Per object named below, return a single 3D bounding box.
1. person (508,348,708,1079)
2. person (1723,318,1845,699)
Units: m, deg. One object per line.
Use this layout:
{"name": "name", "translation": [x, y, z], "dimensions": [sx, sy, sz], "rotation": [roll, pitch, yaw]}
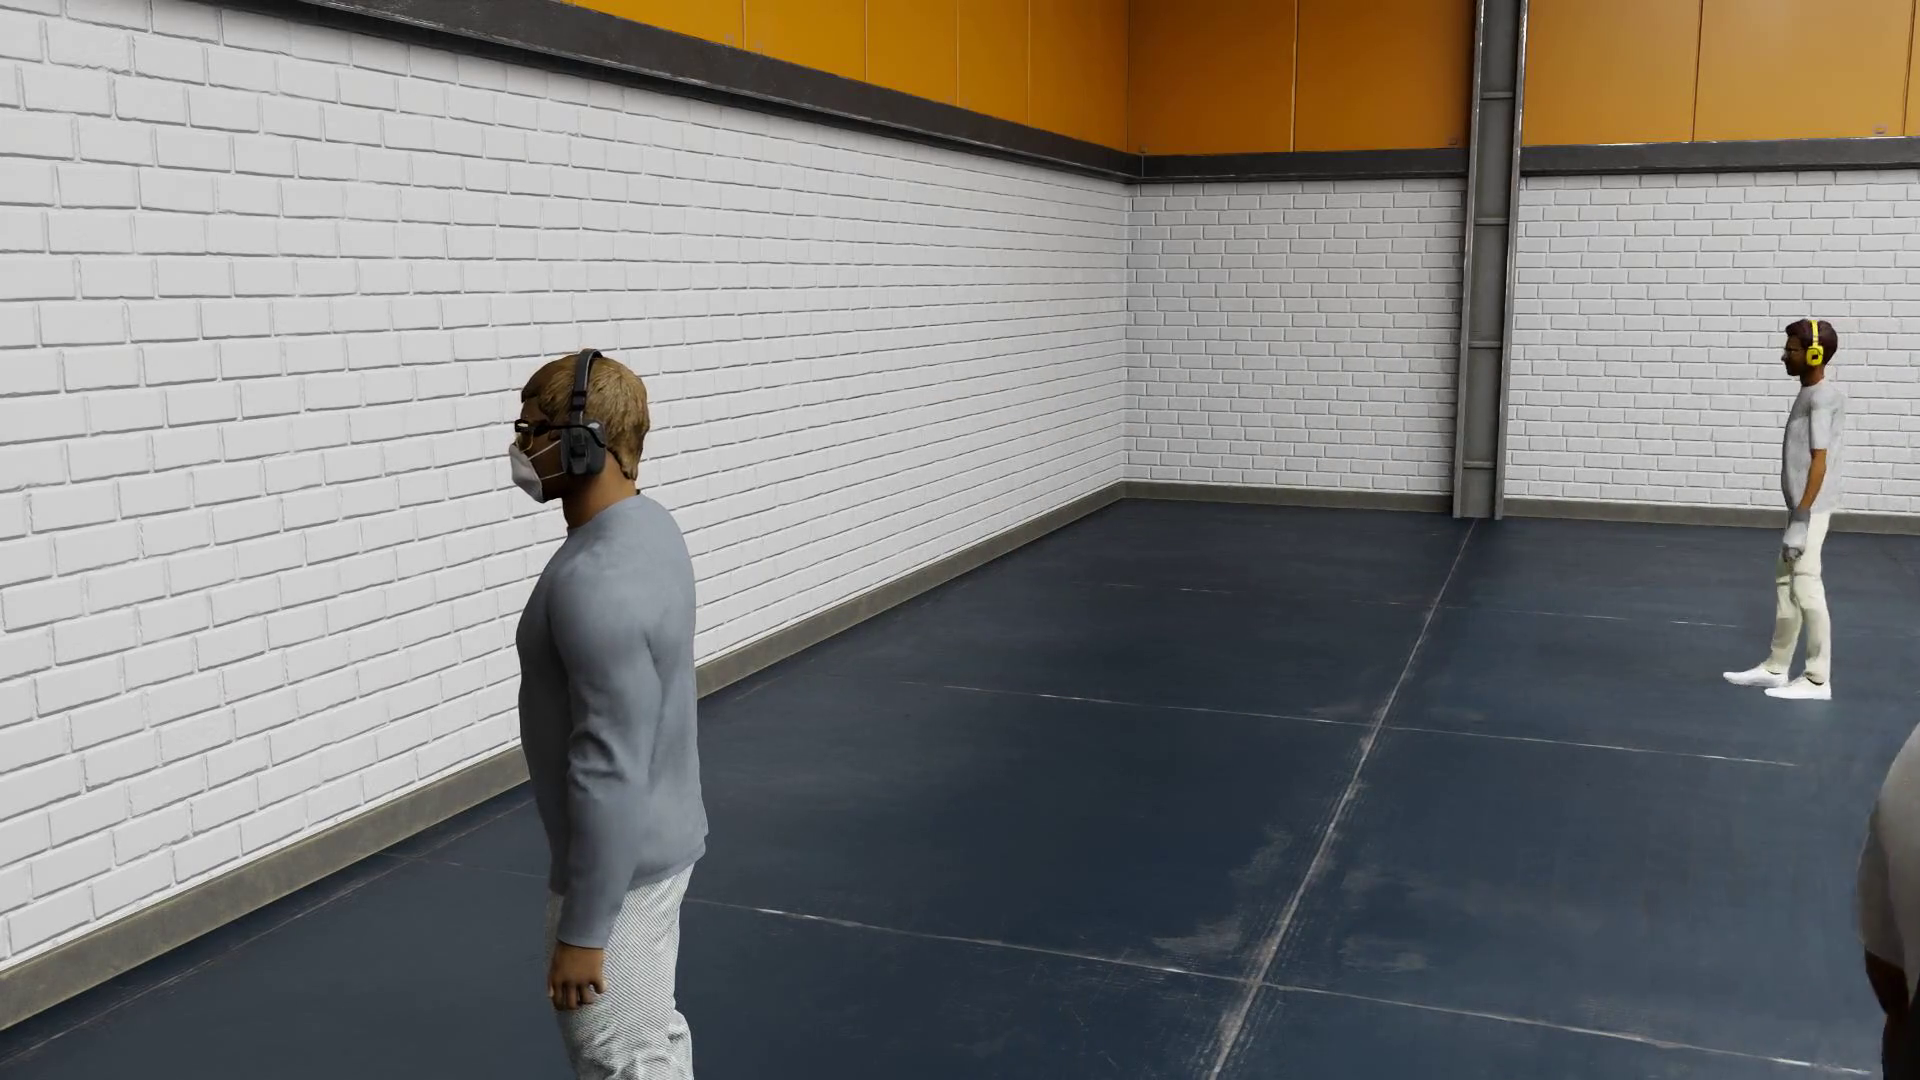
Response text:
{"name": "person", "translation": [-0.659, 0.616, 3.111], "dimensions": [0.372, 1.940, 0.631], "rotation": [-1, 9, -7]}
{"name": "person", "translation": [4.088, -0.144, 8.129], "dimensions": [0.392, 1.869, 0.538], "rotation": [3, 10, 20]}
